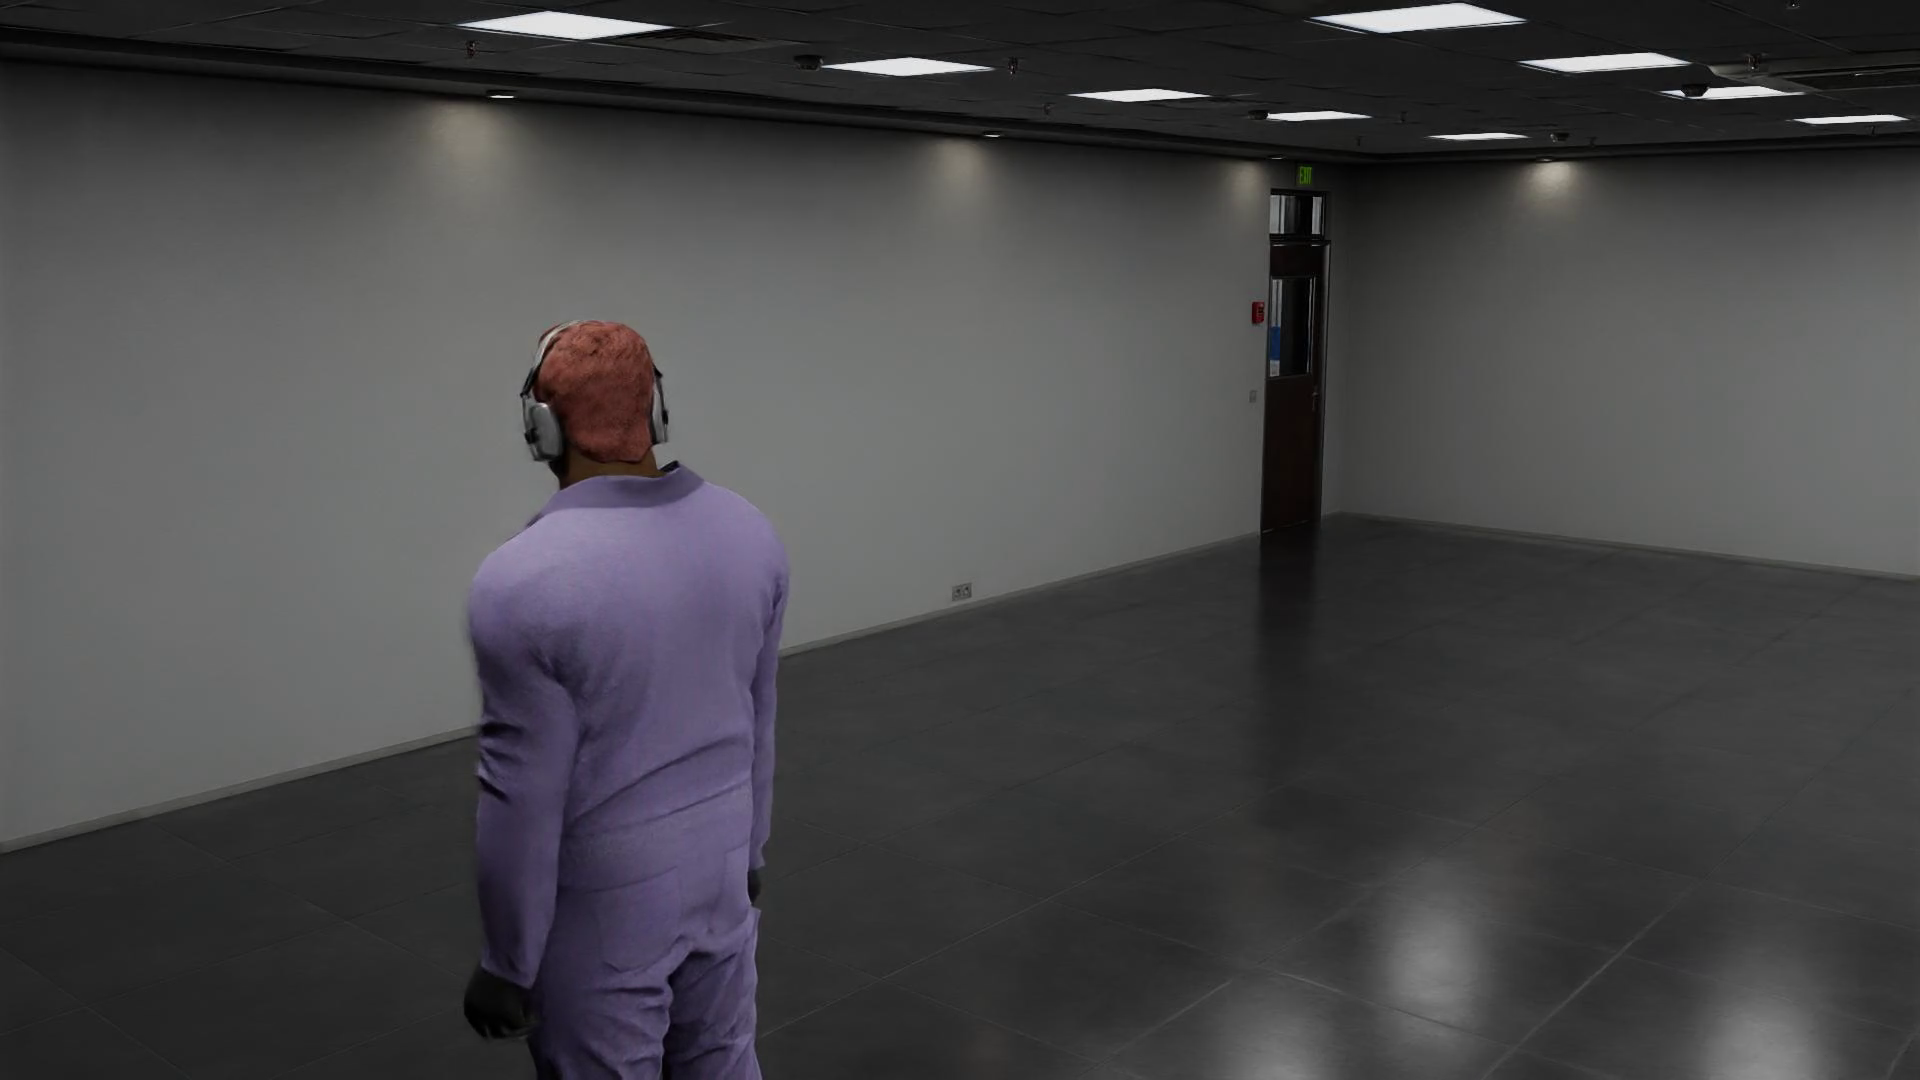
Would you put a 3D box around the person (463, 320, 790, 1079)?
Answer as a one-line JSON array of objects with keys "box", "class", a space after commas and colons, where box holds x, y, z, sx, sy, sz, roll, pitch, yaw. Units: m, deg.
[{"box": [-0.572, 0.587, 2.810, 0.404, 1.903, 0.636, 7, 12, 35], "class": "person"}]
